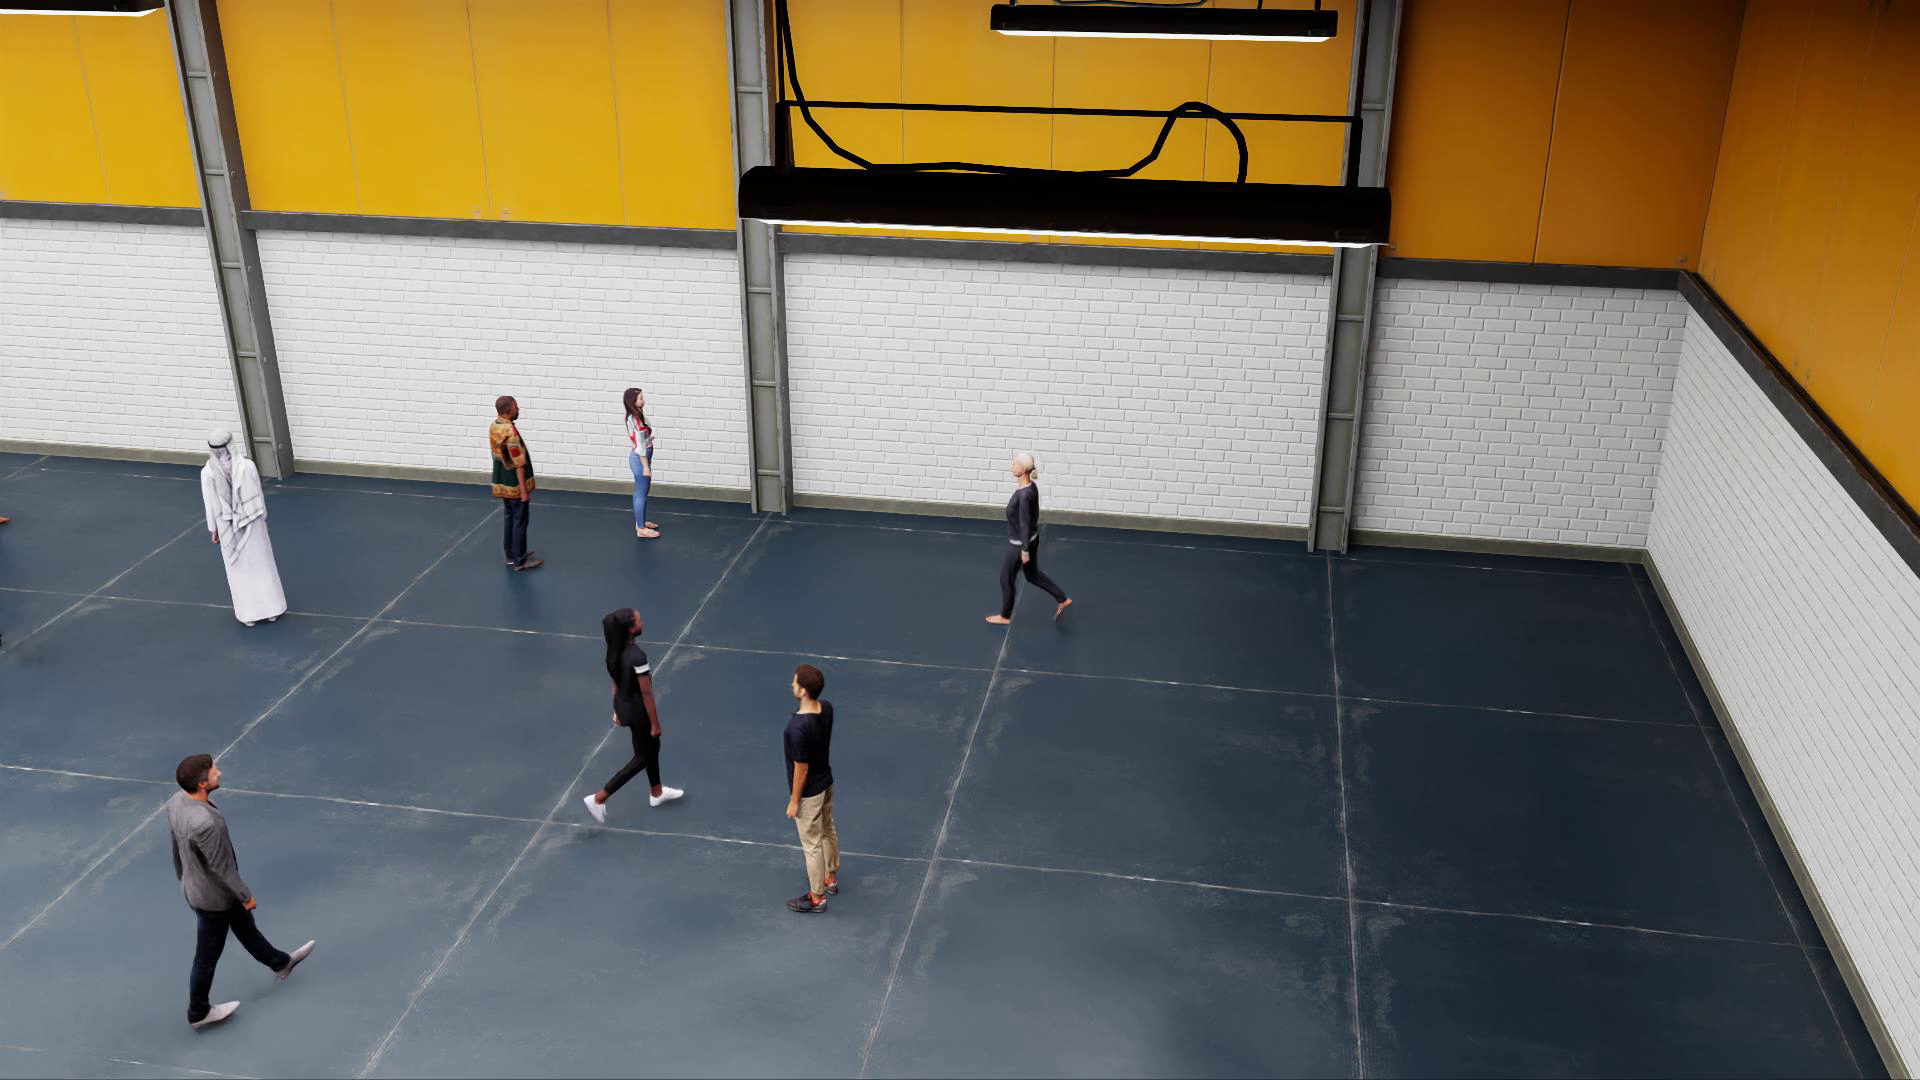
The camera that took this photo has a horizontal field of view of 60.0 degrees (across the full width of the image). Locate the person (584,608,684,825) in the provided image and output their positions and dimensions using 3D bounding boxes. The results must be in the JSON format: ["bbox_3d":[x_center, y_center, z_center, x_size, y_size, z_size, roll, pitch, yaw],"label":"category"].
[{"bbox_3d":[-2.487,1.334,12.384,1.106,1.707,1.046,-16,28,-32],"label":"person"}]

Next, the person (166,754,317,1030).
[{"bbox_3d":[-4.684,2.208,10.236,1.175,1.826,1.173,-20,31,-38],"label":"person"}]

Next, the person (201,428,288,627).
[{"bbox_3d":[-6.679,-0.122,15.440,0.796,1.927,0.884,-11,26,-24],"label":"person"}]

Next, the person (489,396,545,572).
[{"bbox_3d":[-4.475,-0.575,16.627,0.853,1.805,0.802,-14,27,-28],"label":"person"}]

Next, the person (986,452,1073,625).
[{"bbox_3d":[0.678,0.010,15.422,1.010,1.699,0.622,4,24,10],"label":"person"}]

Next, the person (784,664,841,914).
[{"bbox_3d":[-1.006,1.688,11.383,0.586,1.859,0.675,9,25,19],"label":"person"}]

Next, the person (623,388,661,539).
[{"bbox_3d":[-3.355,-0.828,17.446,0.638,1.614,0.657,-5,24,-11],"label":"person"}]
